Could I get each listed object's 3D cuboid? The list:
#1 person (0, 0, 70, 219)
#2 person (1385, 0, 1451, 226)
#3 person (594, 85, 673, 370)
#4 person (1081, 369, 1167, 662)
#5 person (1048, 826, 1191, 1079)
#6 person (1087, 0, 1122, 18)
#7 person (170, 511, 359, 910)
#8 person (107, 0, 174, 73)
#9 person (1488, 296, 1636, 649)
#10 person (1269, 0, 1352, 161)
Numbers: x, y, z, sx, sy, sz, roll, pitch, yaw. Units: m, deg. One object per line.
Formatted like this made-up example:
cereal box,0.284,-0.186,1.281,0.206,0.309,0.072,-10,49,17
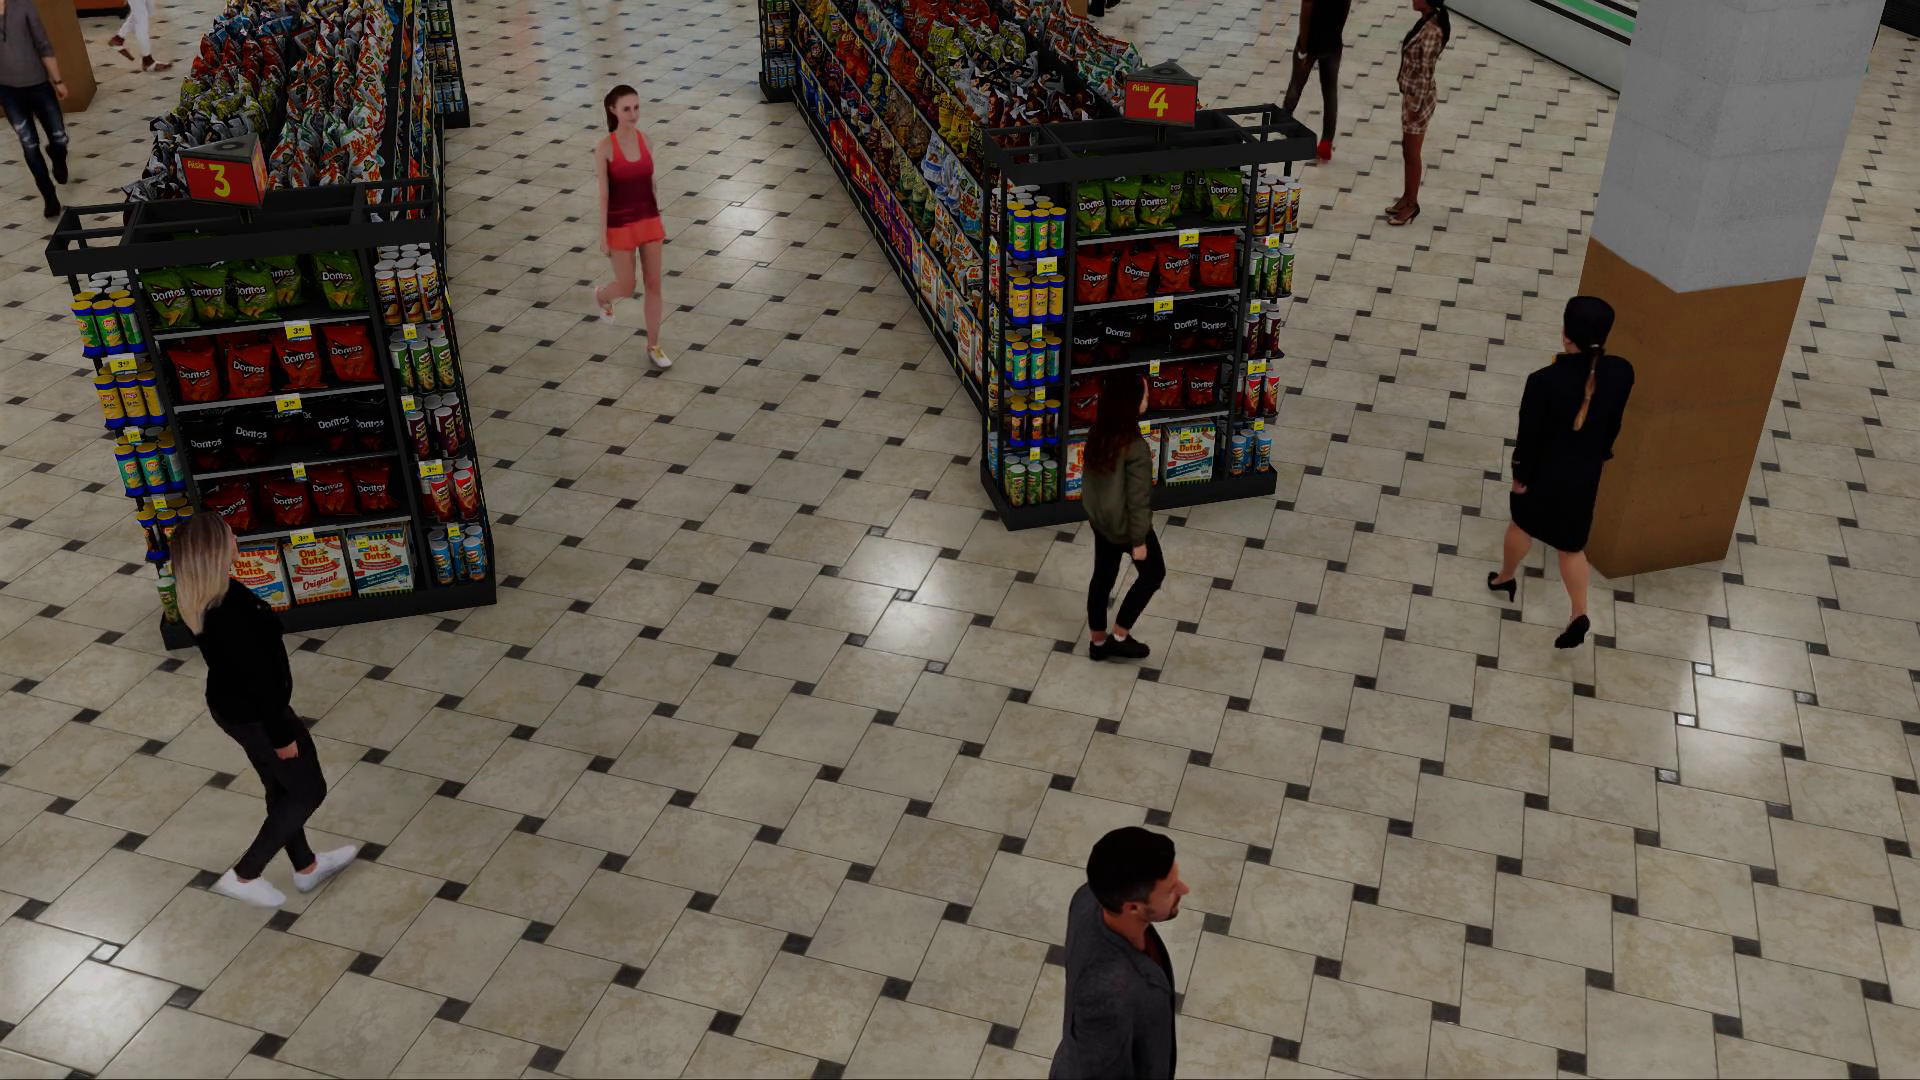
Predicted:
person,-6.941,-3.392,12.350,0.810,1.886,1.092,-13,34,-20
person,3.325,-3.173,12.086,0.731,1.793,0.624,6,32,10
person,-2.031,-1.916,10.122,0.788,1.735,1.002,-23,38,-32
person,0.655,-0.064,7.395,0.710,1.472,0.569,-15,35,-23
person,0.394,1.512,4.481,0.802,1.873,0.639,0,32,0
person,1.457,-6.275,17.051,0.871,1.815,0.852,-19,37,-28
person,-2.611,0.681,6.002,0.859,1.678,0.892,27,41,36
person,-7.808,-5.210,15.434,0.679,1.715,0.697,-10,33,-15
person,2.761,-0.260,7.548,0.775,1.643,1.092,-4,32,-6
person,2.945,-3.944,13.352,0.660,1.766,1.130,-7,33,-11
